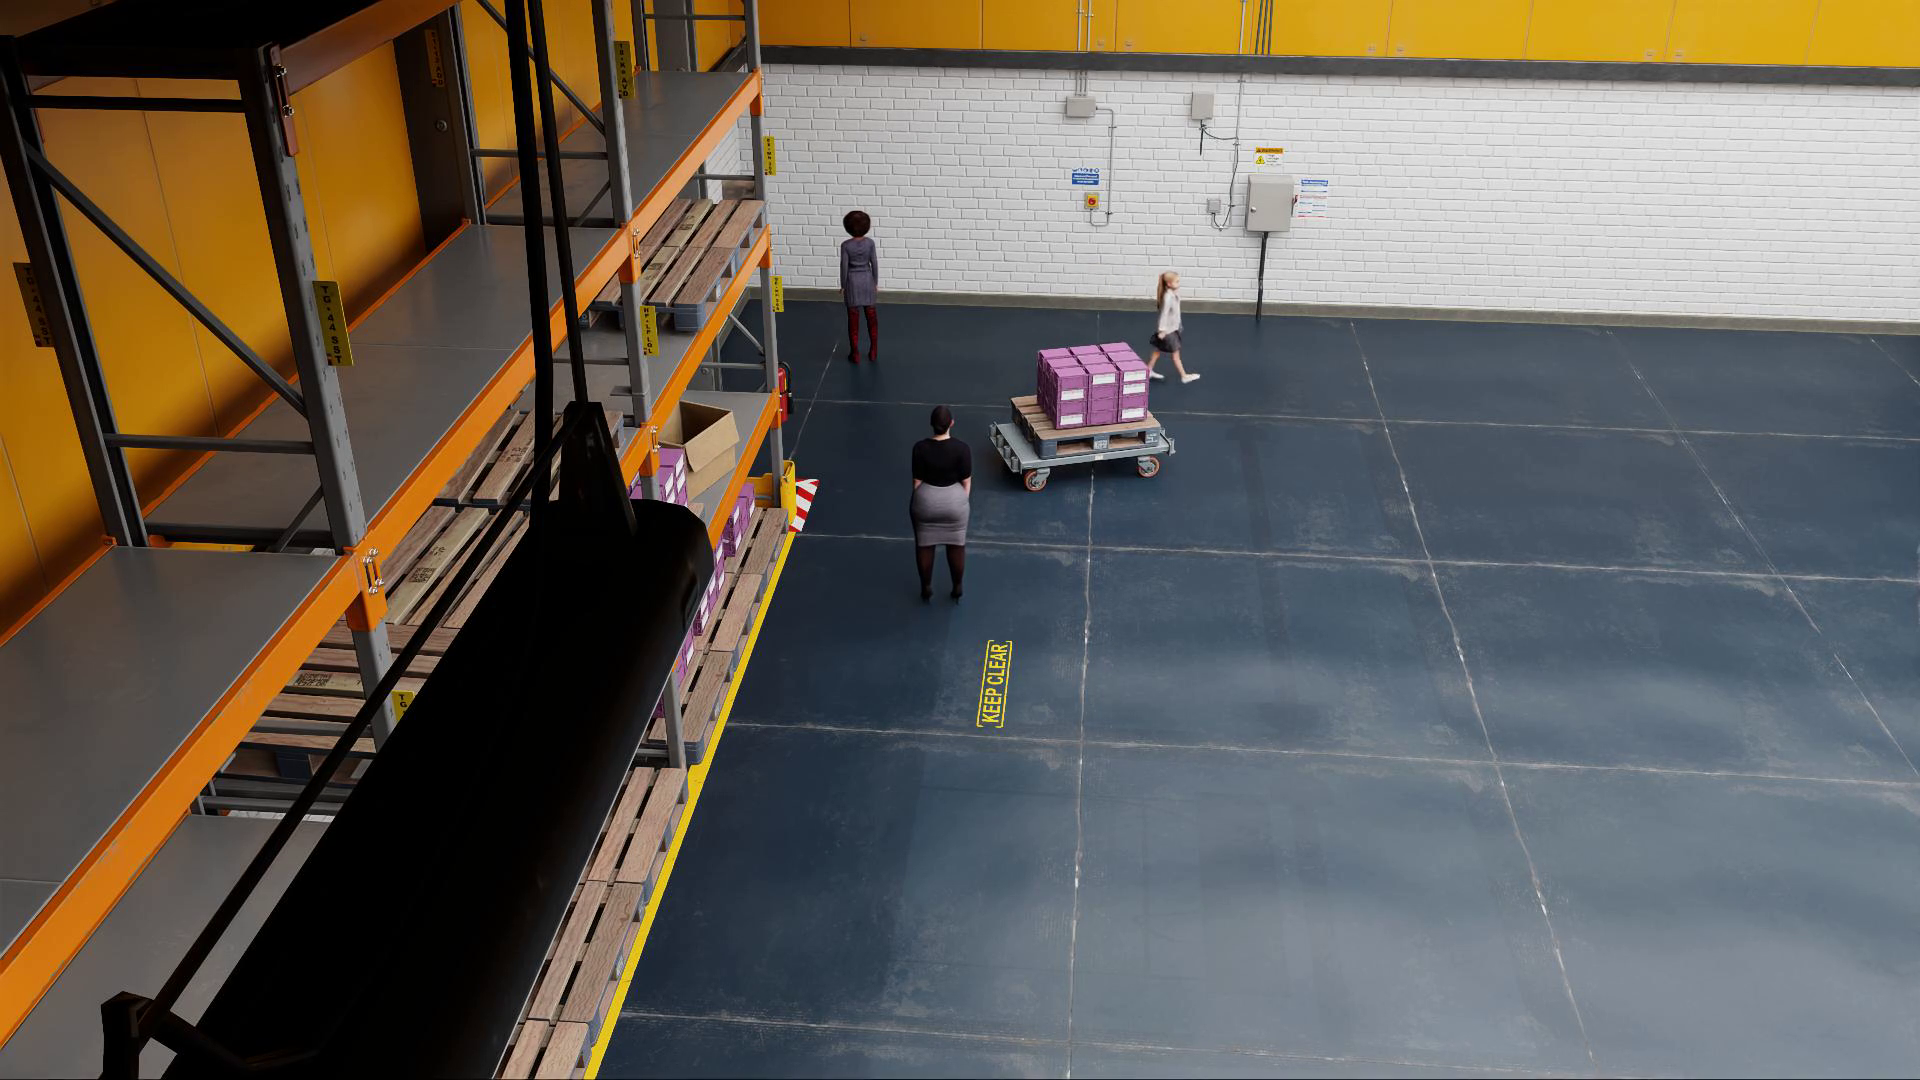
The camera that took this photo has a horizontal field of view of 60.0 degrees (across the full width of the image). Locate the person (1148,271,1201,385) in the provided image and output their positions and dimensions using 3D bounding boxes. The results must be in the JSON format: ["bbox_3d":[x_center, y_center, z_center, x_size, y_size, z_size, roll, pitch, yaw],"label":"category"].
[{"bbox_3d":[2.180,-2.292,17.932,0.694,1.246,0.830,9,30,15],"label":"person"}]

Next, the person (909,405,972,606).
[{"bbox_3d":[-0.160,-0.276,13.702,0.701,1.757,0.662,-1,29,-3],"label":"person"}]

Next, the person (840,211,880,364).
[{"bbox_3d":[-1.104,-2.795,18.366,0.644,1.712,0.609,-7,29,-13],"label":"person"}]
